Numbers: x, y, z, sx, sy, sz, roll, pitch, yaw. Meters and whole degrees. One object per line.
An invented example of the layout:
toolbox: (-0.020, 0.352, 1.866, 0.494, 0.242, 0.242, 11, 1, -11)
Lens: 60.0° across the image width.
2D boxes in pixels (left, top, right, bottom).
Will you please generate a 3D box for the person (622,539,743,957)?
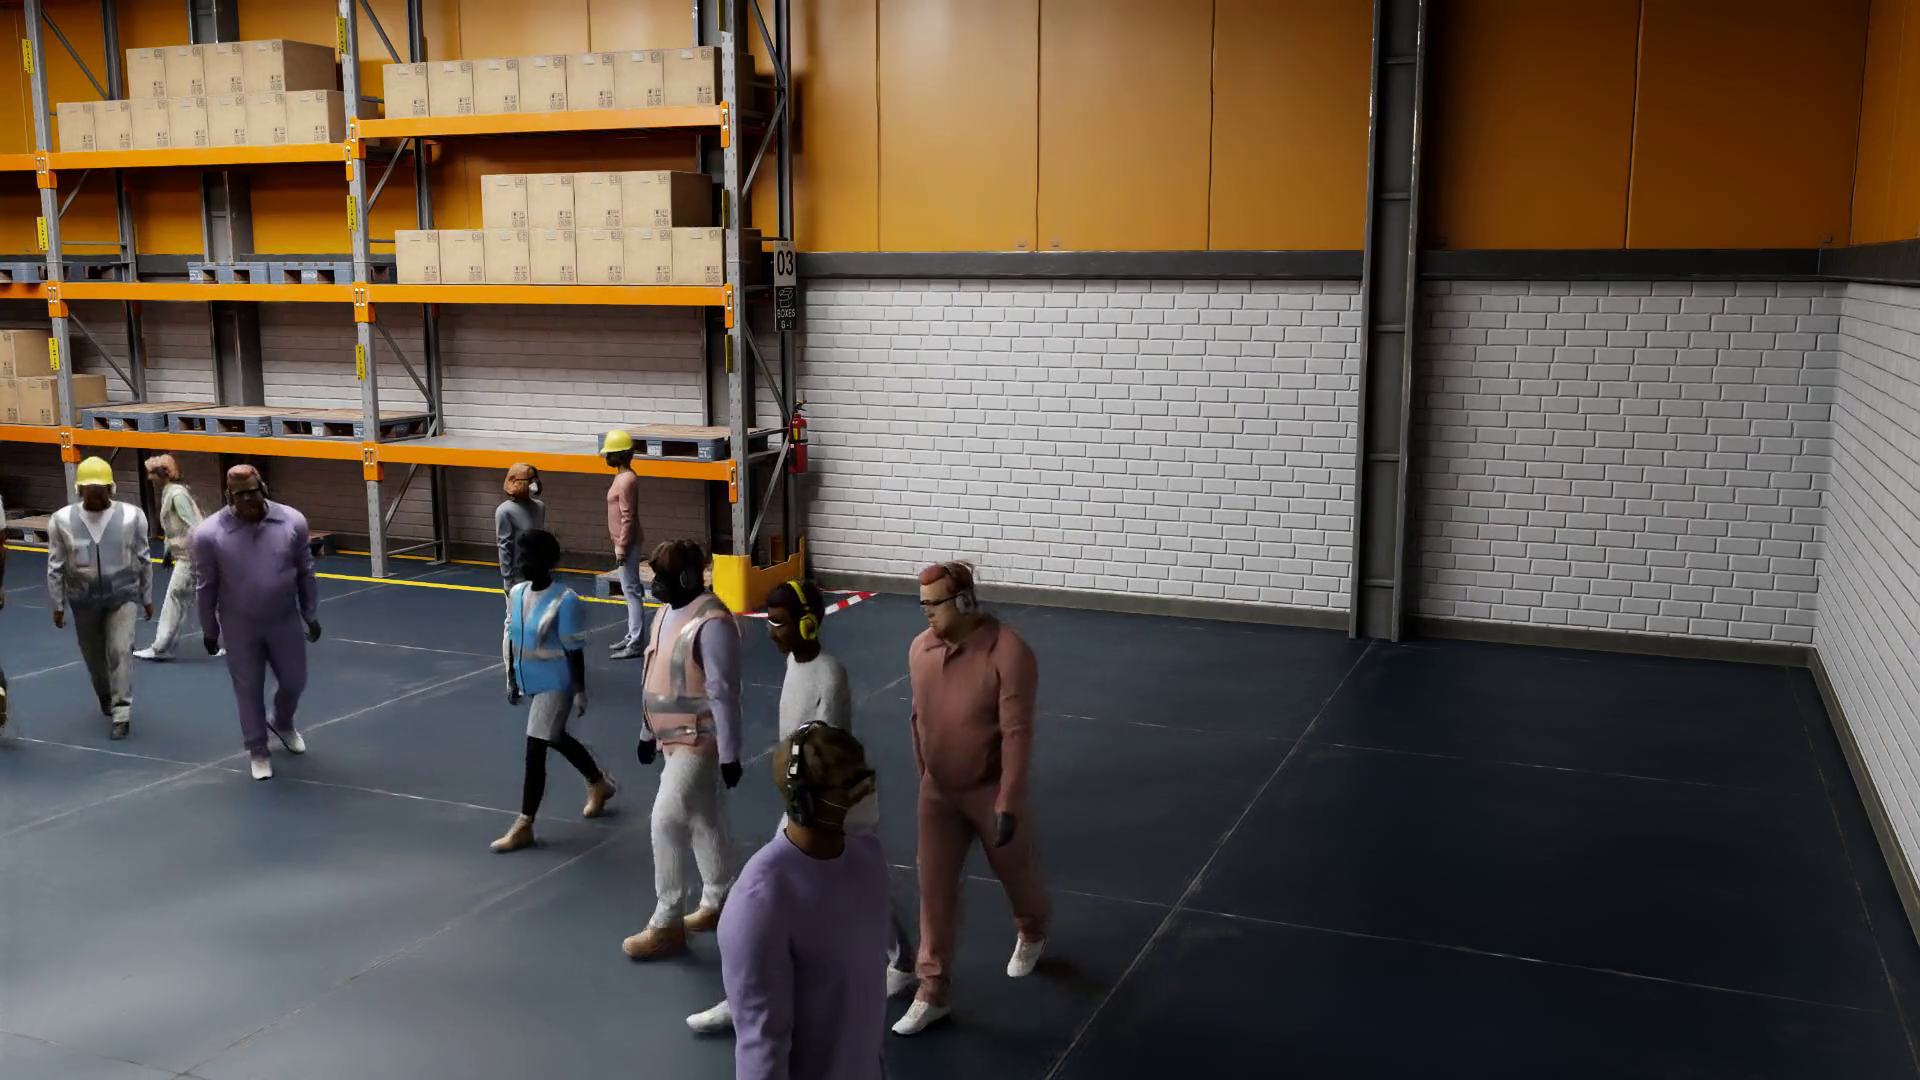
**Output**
person: (-1.293, 0.905, 7.327, 0.743, 1.817, 0.651, -5, 11, -28)

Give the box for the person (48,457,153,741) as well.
person: (-5.568, 0.341, 10.804, 0.599, 1.806, 0.840, -4, 10, -22)

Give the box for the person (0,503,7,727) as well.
person: (-6.422, 0.267, 10.526, 0.698, 2.000, 0.692, 8, 13, 42)

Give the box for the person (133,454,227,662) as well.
person: (-5.924, 0.139, 12.666, 0.868, 1.574, 0.524, -4, 10, -25)

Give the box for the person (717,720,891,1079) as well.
person: (-0.333, 1.386, 4.055, 0.372, 1.940, 0.631, 4, 10, 22)

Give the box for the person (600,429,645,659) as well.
person: (-2.587, 0.030, 12.796, 0.311, 1.768, 0.524, -2, 10, -12)

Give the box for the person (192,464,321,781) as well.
person: (-4.169, 0.459, 9.864, 0.670, 1.876, 0.602, -6, 11, -33)

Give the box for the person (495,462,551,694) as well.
person: (-3.077, 0.261, 11.784, 0.286, 1.636, 0.499, 4, 10, 22)

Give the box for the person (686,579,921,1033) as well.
person: (-0.562, 1.038, 6.589, 1.014, 1.816, 0.531, -5, 11, -29)

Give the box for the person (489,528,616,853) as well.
person: (-2.147, 0.745, 8.782, 0.536, 1.663, 0.851, 8, 12, 39)

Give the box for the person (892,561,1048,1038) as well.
person: (0.066, 0.985, 6.771, 0.651, 1.847, 0.997, 6, 11, 31)
